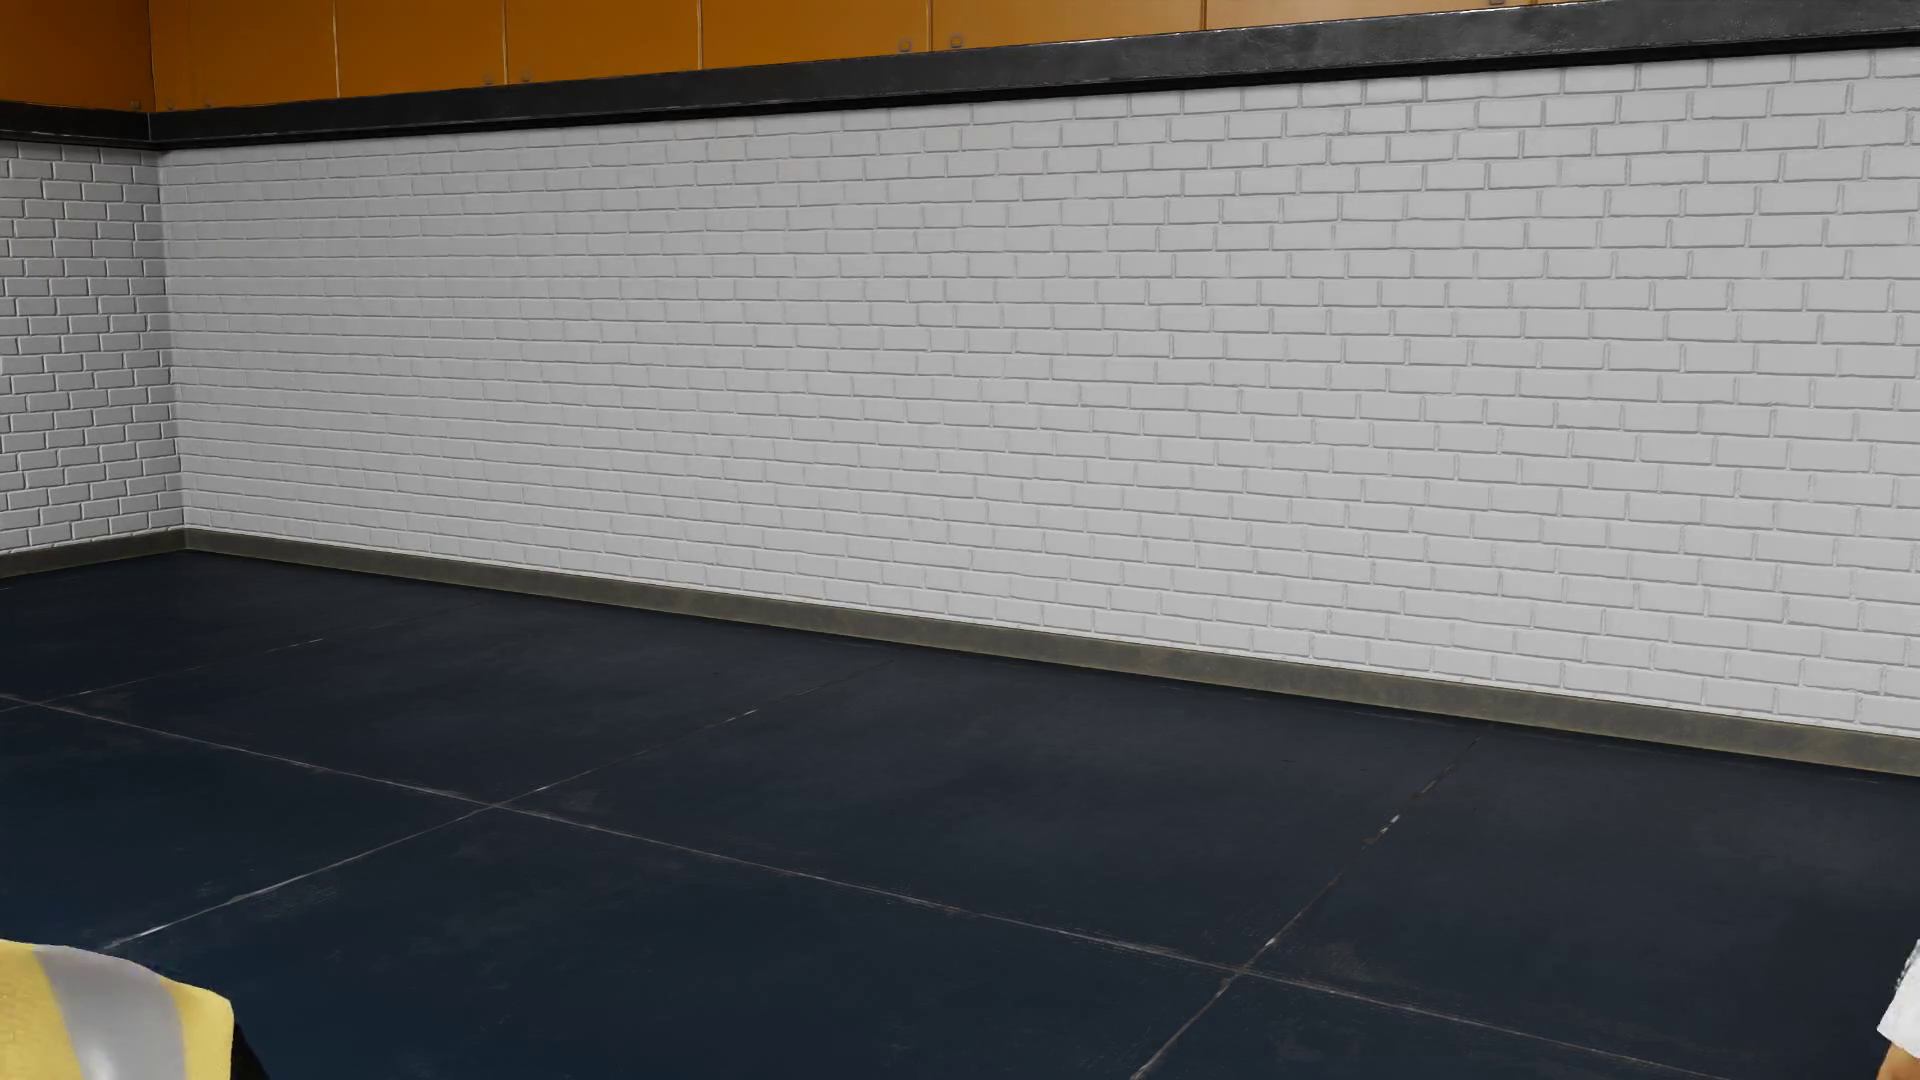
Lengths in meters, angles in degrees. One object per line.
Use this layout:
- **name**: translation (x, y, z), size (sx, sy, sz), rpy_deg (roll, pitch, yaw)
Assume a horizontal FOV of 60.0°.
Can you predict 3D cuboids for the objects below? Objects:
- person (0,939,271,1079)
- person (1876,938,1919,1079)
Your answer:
- **person**: translation (-0.704, 0.945, 1.098), size (0.647, 1.821, 0.443), rpy_deg (-9, 12, -43)
- **person**: translation (1.794, 0.598, 2.770), size (1.069, 1.980, 0.625), rpy_deg (0, 9, -1)
